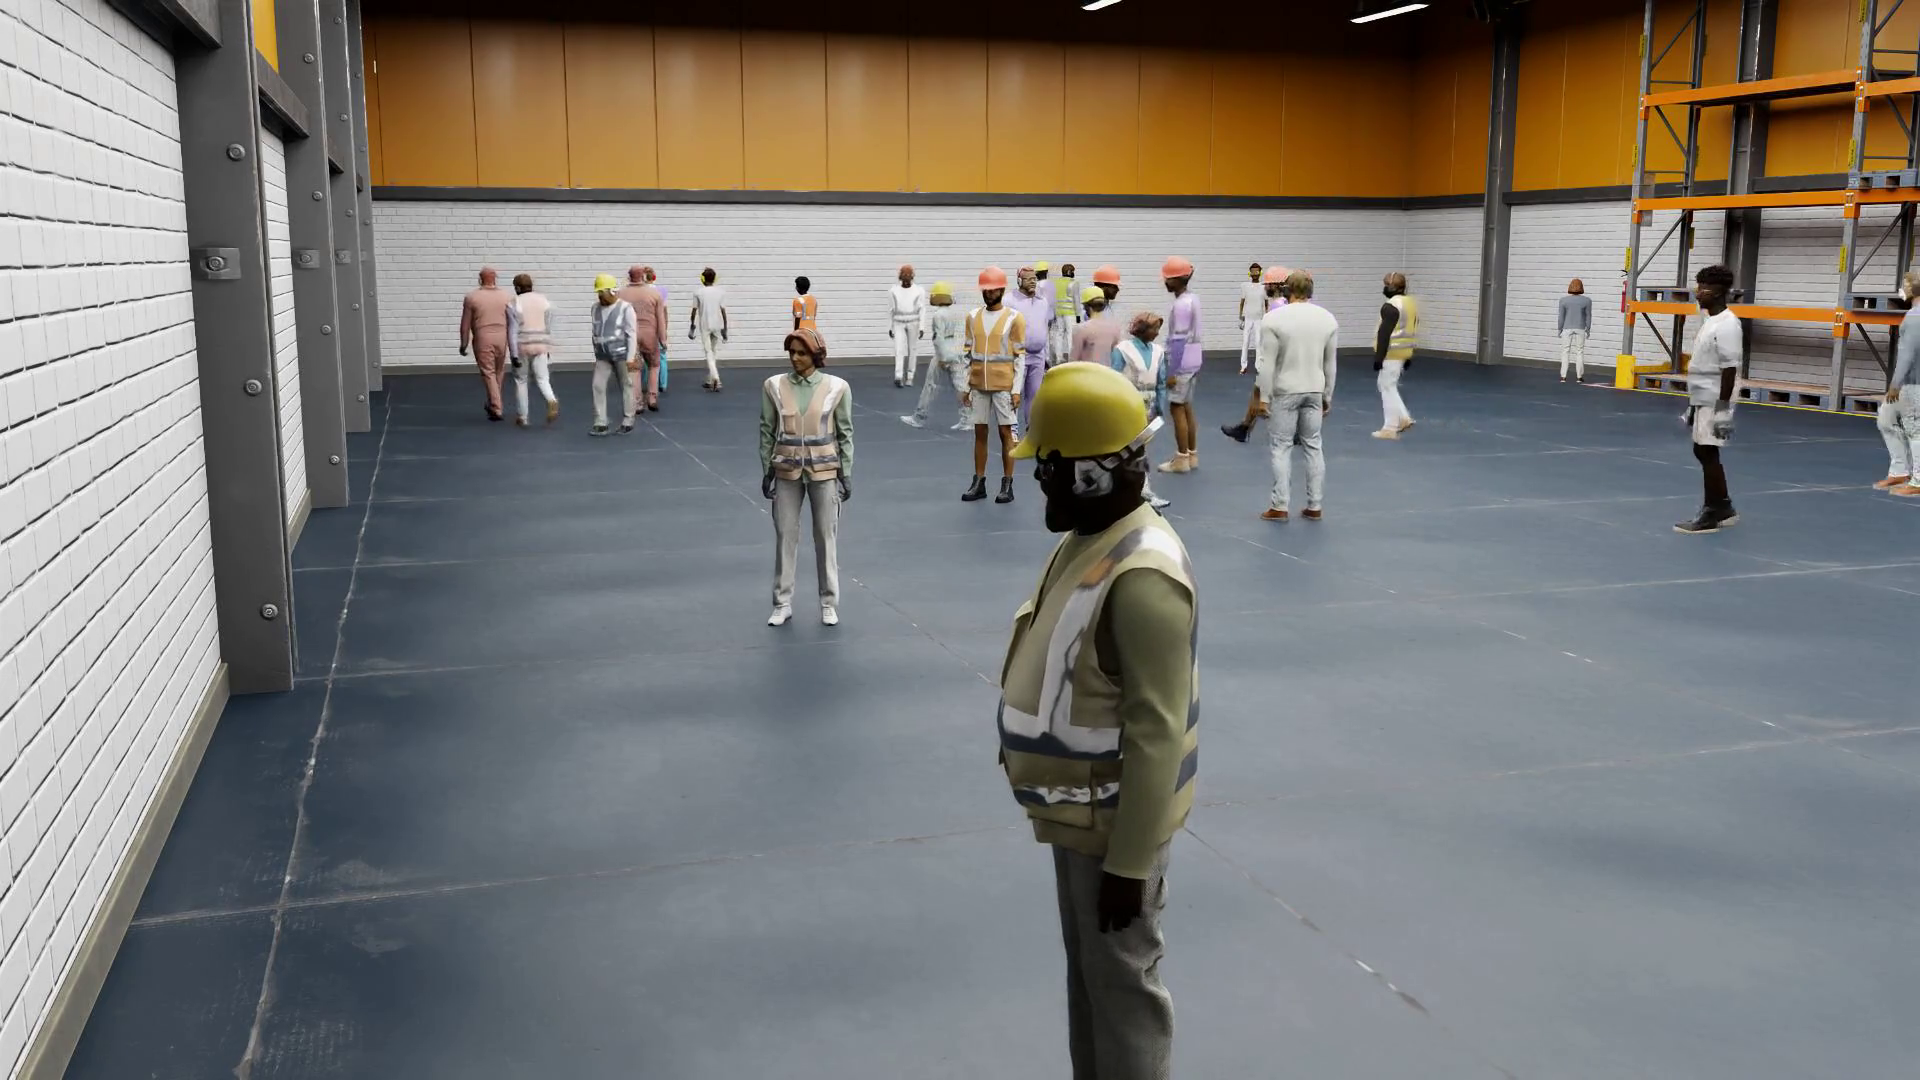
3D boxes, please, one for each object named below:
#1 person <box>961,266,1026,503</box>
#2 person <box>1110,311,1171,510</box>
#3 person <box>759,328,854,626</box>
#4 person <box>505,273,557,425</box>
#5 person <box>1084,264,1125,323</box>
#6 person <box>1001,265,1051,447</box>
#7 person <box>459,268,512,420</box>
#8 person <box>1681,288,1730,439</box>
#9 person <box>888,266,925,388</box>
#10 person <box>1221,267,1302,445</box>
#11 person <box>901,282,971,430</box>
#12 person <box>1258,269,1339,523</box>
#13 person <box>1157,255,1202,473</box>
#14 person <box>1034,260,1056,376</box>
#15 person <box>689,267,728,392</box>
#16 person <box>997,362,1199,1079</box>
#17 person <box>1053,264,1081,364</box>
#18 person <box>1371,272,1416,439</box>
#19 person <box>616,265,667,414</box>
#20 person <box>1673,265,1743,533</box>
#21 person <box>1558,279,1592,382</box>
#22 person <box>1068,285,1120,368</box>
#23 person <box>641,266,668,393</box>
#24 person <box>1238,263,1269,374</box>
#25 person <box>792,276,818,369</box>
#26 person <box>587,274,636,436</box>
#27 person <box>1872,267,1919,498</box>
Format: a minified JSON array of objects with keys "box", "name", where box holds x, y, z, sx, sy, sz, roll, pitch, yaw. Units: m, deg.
[{"box":[0.264,-1.271,13.641,0.544,1.938,0.356,4,11,24],"name":"person"},{"box":[1.381,-1.037,13.310,0.565,1.579,0.882,-7,12,-35],"name":"person"},{"box":[-0.840,-0.340,9.120,0.514,1.637,0.314,0,10,2],"name":"person"},{"box":[-5.030,-2.227,19.558,0.610,1.809,0.756,-6,12,-33],"name":"person"},{"box":[1.334,-1.582,15.450,0.377,1.932,0.552,3,10,18],"name":"person"},{"box":[0.708,-1.941,17.607,0.643,1.909,0.410,-7,12,-36],"name":"person"},{"box":[-5.825,-2.417,20.526,0.646,1.853,1.010,-7,12,-37],"name":"person"},{"box":[8.282,-2.041,18.320,0.428,1.856,0.562,8,12,38],"name":"person"},{"box":[-0.813,-3.228,25.288,0.583,1.831,0.994,1,10,4],"name":"person"},{"box":[3.324,-1.955,17.754,1.001,1.879,0.573,6,12,33],"name":"person"},{"box":[-0.244,-2.126,19.263,0.897,1.697,0.489,5,11,29],"name":"person"},{"box":[2.576,-1.096,12.697,0.641,1.928,0.398,-3,10,-17],"name":"person"},{"box":[2.033,-1.622,15.436,0.415,2.031,0.633,2,10,14],"name":"person"},{"box":[1.322,-3.667,27.574,0.551,1.907,0.612,7,12,35],"name":"person"},{"box":[-3.690,-3.111,24.616,0.502,1.839,0.912,-6,11,-30],"name":"person"},{"box":[0.279,0.548,3.436,0.404,1.826,0.587,-1,10,-6],"name":"person"},{"box":[1.963,-4.129,30.476,0.621,1.840,0.430,9,13,41],"name":"person"},{"box":[4.756,-2.023,18.319,0.445,1.831,0.631,6,12,32],"name":"person"},{"box":[-4.062,-2.551,21.184,0.685,1.883,0.620,0,10,-1],"name":"person"},{"box":[5.538,-1.013,12.147,0.525,1.964,0.668,2,10,13],"name":"person"},{"box":[9.721,-3.313,26.330,0.500,1.636,0.280,4,10,20],"name":"person"},{"box":[1.226,-1.429,15.117,0.518,1.747,0.408,-7,12,-36],"name":"person"},{"box":[-4.507,-3.059,24.270,0.564,1.841,0.395,-8,13,-39],"name":"person"},{"box":[4.942,-3.714,27.973,0.517,1.874,0.328,2,10,12],"name":"person"},{"box":[-2.335,-3.104,24.948,0.317,1.696,0.541,5,11,27],"name":"person"},{"box":[-3.897,-2.033,18.432,0.623,1.796,0.769,4,11,23],"name":"person"},{"box":[7.912,-1.307,13.915,0.611,1.919,0.634,6,12,32],"name":"person"}]
